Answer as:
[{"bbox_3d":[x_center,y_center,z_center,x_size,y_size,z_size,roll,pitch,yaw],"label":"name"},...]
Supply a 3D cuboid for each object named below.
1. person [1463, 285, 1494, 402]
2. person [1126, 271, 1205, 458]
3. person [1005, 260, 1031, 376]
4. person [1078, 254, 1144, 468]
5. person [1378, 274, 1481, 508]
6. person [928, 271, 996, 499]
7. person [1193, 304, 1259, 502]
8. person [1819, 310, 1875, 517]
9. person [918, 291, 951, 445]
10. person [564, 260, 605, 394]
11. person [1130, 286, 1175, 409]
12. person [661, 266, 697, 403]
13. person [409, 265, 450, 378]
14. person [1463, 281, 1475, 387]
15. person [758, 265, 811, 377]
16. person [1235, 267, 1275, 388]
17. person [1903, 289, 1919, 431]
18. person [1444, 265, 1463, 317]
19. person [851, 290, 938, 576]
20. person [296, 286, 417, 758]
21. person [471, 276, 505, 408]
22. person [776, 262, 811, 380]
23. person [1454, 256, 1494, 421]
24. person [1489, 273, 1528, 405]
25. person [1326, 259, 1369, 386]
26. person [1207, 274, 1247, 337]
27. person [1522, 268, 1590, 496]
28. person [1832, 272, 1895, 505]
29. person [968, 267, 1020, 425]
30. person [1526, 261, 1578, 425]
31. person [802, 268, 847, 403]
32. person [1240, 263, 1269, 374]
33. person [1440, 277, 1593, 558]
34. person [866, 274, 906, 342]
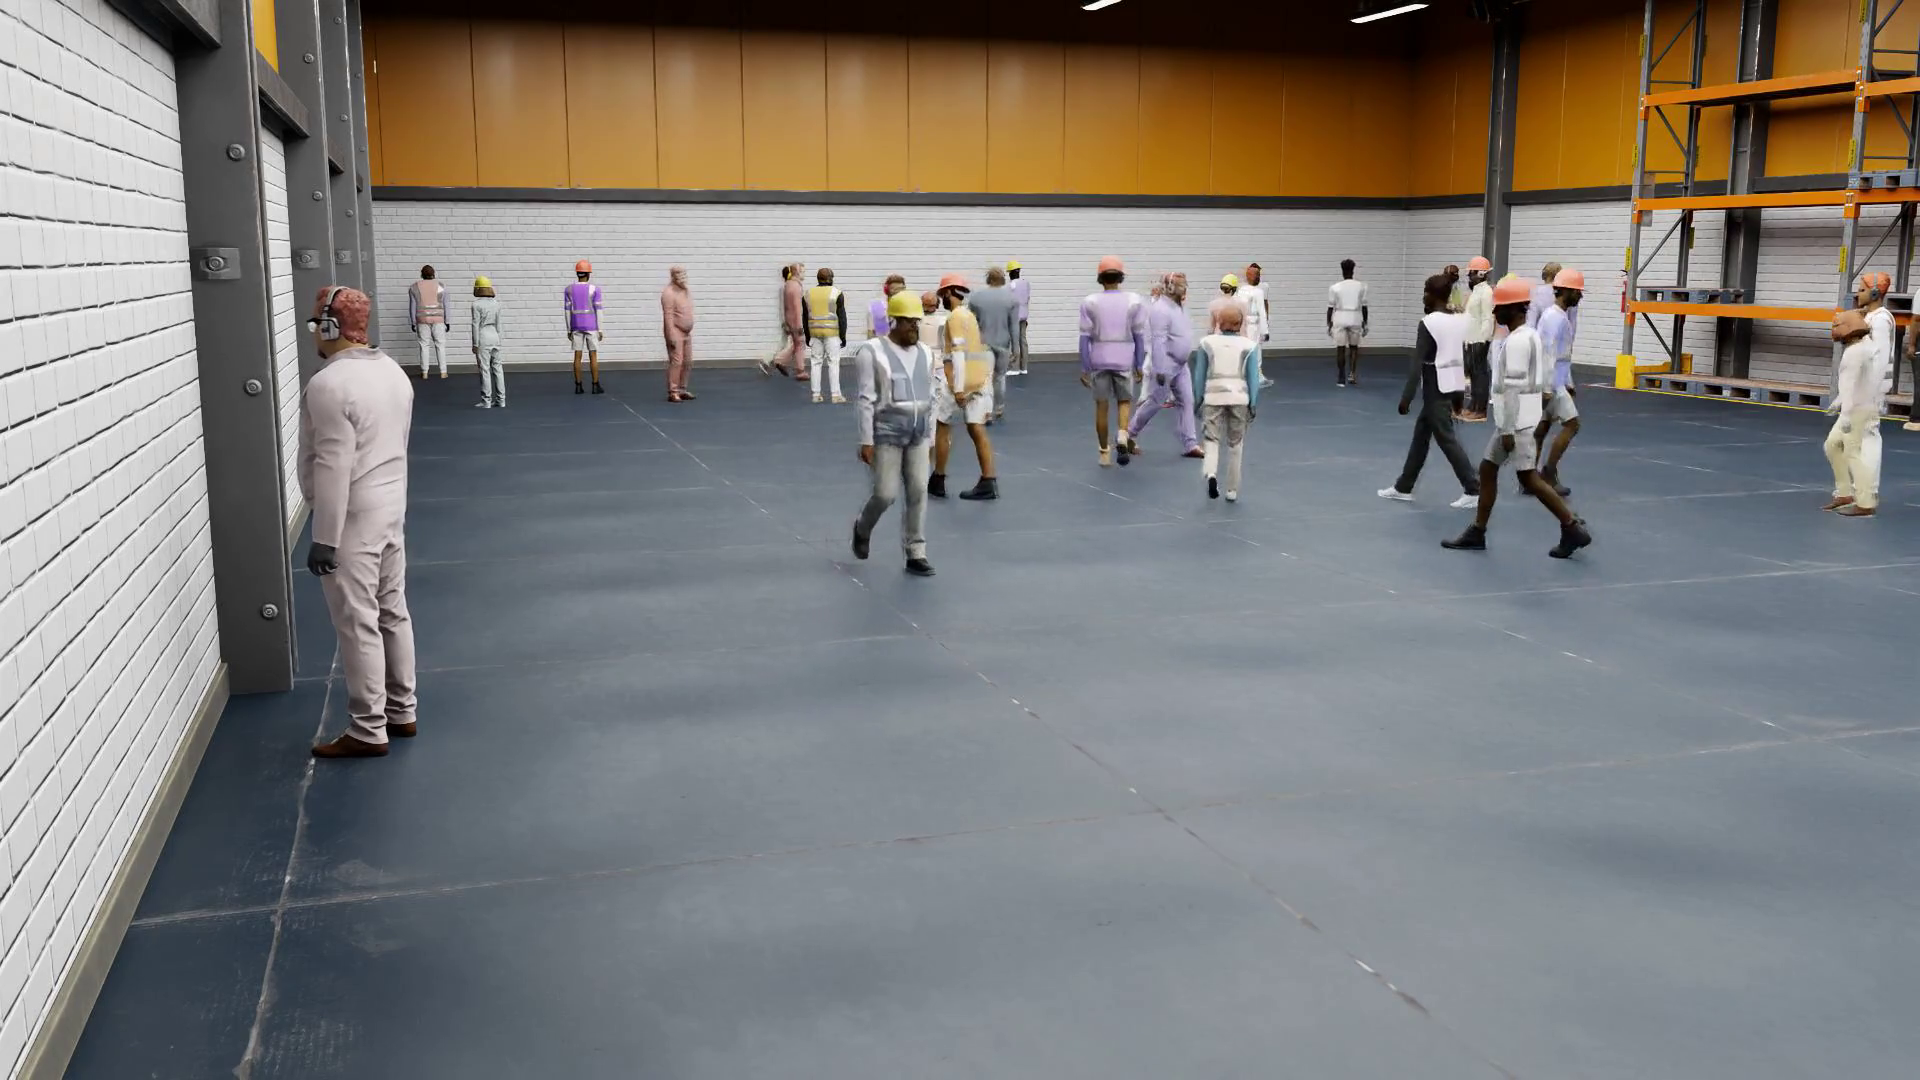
[{"bbox_3d":[7.186,-2.691,22.802,0.783,1.595,0.517,7,12,35],"label":"person"},{"bbox_3d":[2.047,-1.757,16.658,0.940,1.875,0.657,7,12,34],"label":"person"},{"bbox_3d":[0.930,-3.706,27.771,0.377,1.925,0.585,9,13,41],"label":"person"},{"bbox_3d":[1.423,-1.668,15.661,0.625,2.032,0.551,0,10,0],"label":"person"},{"bbox_3d":[3.872,-1.200,13.450,0.995,1.877,0.620,9,13,42],"label":"person"},{"bbox_3d":[-0.034,-1.286,13.867,0.793,1.883,0.585,4,11,24],"label":"person"},{"bbox_3d":[2.159,-1.098,13.513,0.537,1.624,0.514,2,10,9],"label":"person"},{"bbox_3d":[6.990,-0.992,13.013,0.467,1.589,0.532,7,12,34],"label":"person"},{"bbox_3d":[-0.321,-1.810,17.619,0.514,1.640,0.315,1,10,8],"label":"person"},{"bbox_3d":[-5.441,-3.079,24.106,0.547,1.938,0.379,1,10,4],"label":"person"},{"bbox_3d":[2.548,-2.501,21.729,0.701,1.607,0.504,-6,11,-29],"label":"person"},{"bbox_3d":[-3.845,-2.800,22.708,0.462,1.865,0.677,4,11,21],"label":"person"},{"bbox_3d":[-8.636,-3.551,27.117,0.634,1.842,0.429,-3,10,-19],"label":"person"},{"bbox_3d":[7.828,-3.179,25.382,0.317,1.695,0.540,0,10,1],"label":"person"},{"bbox_3d":[-2.904,-3.606,27.461,0.858,1.843,0.519,-4,11,-21],"label":"person"},{"bbox_3d":[4.329,-3.140,24.786,1.006,1.827,0.603,-5,11,-27],"label":"person"},{"bbox_3d":[11.247,-2.276,19.162,0.677,2.000,0.535,0,10,0],"label":"person"},{"bbox_3d":[8.031,-3.584,27.311,0.429,1.844,0.625,5,11,29],"label":"person"},{"bbox_3d":[-0.415,-0.685,10.605,0.604,1.810,0.614,-7,12,-34],"label":"person"},{"bbox_3d":[-2.474,-0.070,6.778,0.407,1.906,0.655,1,10,8],"label":"person"},{"bbox_3d":[-6.265,-2.611,21.991,0.335,1.734,0.480,5,11,28],"label":"person"},{"bbox_3d":[-2.626,-3.490,26.618,0.508,1.890,0.668,-3,10,-18],"label":"person"},{"bbox_3d":[6.291,-2.442,20.247,0.378,1.996,0.611,1,10,4],"label":"person"},{"bbox_3d":[7.332,-2.679,22.286,0.533,1.767,0.327,4,11,21],"label":"person"},{"bbox_3d":[5.937,-3.331,25.540,0.635,1.943,0.539,1,10,5],"label":"person"},{"bbox_3d":[3.443,-2.530,21.425,0.534,1.767,0.320,5,11,27],"label":"person"},{"bbox_3d":[5.010,-1.315,13.950,0.521,1.912,0.537,2,10,10],"label":"person"},{"bbox_3d":[7.388,-1.226,13.535,0.340,1.882,0.586,4,11,22],"label":"person"},{"bbox_3d":[0.398,-2.327,19.946,0.644,1.890,1.040,0,10,2],"label":"person"},{"bbox_3d":[6.997,-2.327,19.747,0.627,1.941,0.373,-1,10,-4],"label":"person"},{"bbox_3d":[-1.834,-2.791,22.722,0.630,1.840,0.429,3,10,18],"label":"person"},{"bbox_3d":[4.932,-3.713,27.971,0.531,1.870,0.317,2,10,11],"label":"person"},{"bbox_3d":[3.807,-0.818,11.181,0.961,1.895,0.546,4,11,22],"label":"person"},{"bbox_3d":[-0.720,-1.854,17.338,0.592,1.823,0.616,-4,10,-20],"label":"person"}]
